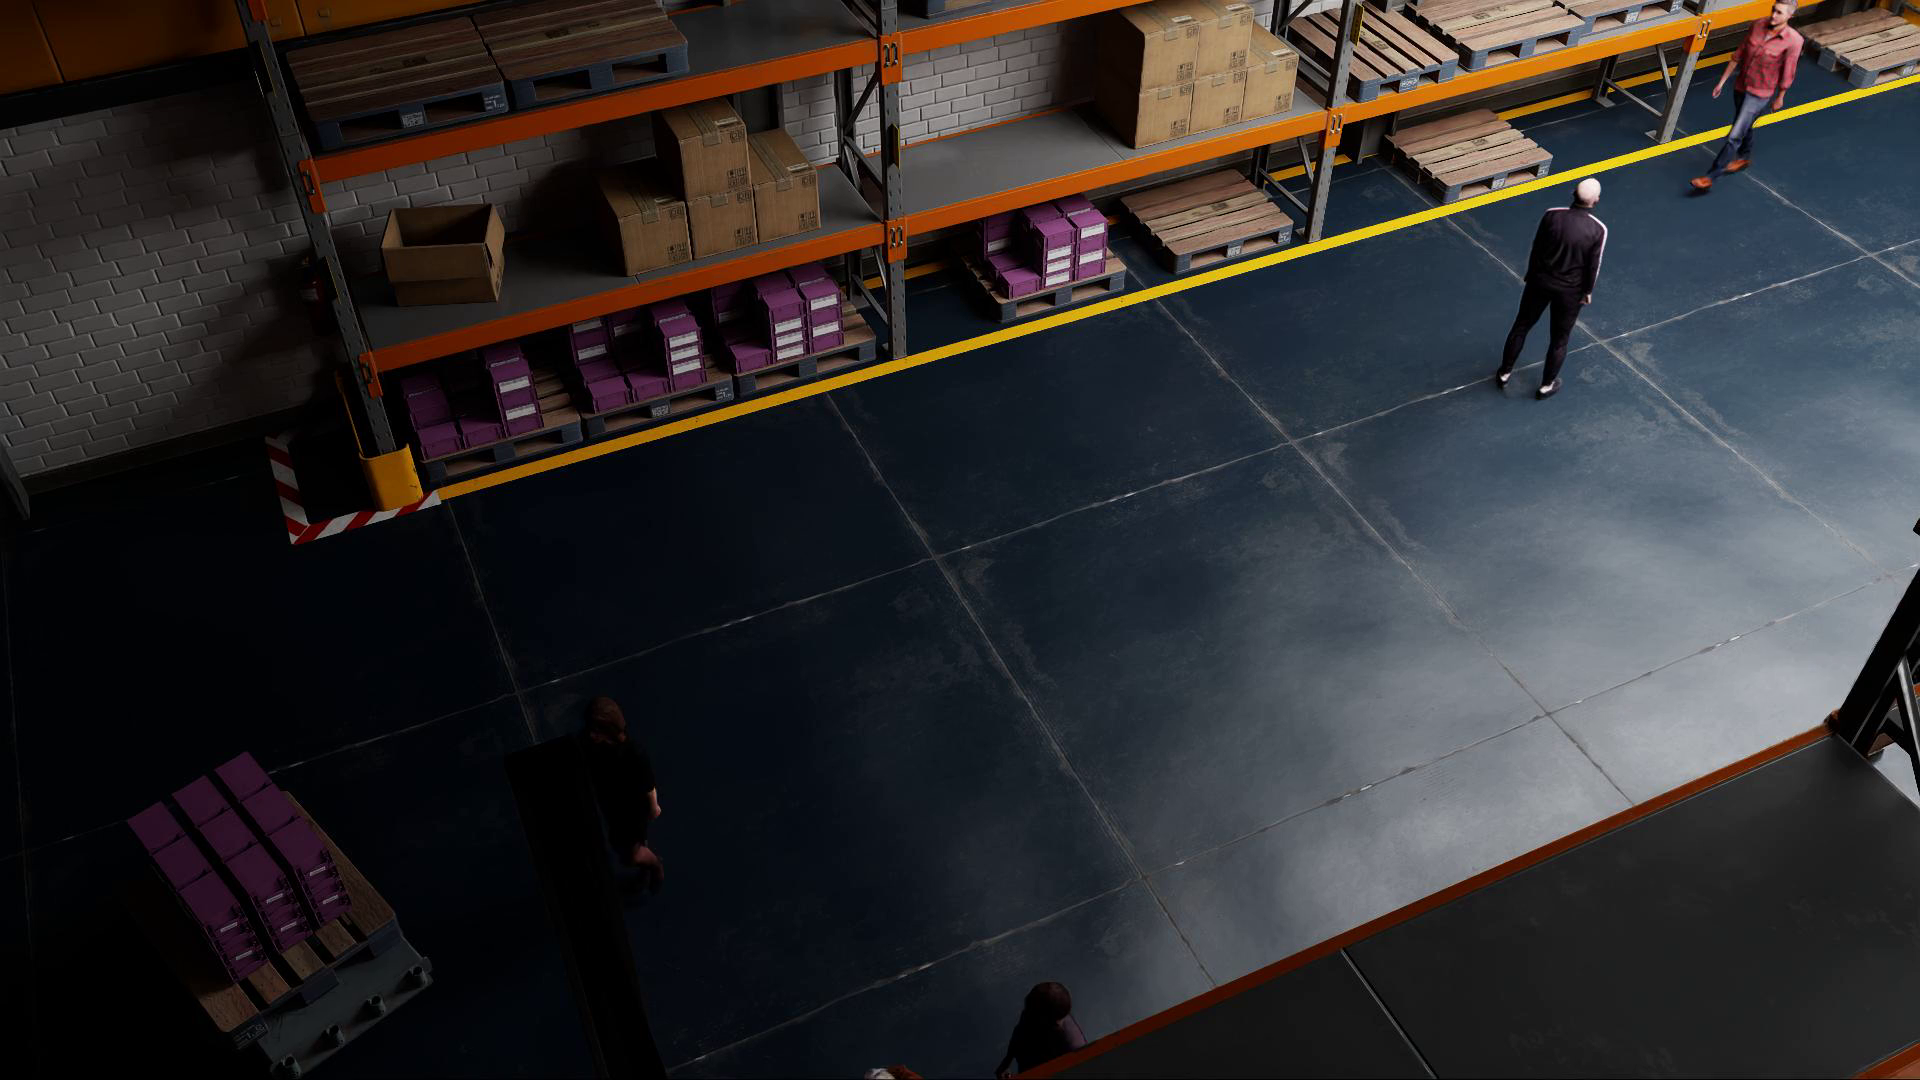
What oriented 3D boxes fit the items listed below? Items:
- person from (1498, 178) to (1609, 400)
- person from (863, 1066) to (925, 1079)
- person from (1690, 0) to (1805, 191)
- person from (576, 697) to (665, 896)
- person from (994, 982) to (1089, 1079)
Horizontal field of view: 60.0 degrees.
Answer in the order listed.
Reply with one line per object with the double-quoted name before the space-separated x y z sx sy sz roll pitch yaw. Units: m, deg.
"person" 4.510 -1.902 12.614 0.777 1.829 0.792 23 48 22
"person" -0.302 2.870 7.779 1.049 1.588 1.085 11 45 11
"person" 7.164 -4.038 14.886 1.147 1.788 0.695 -18 47 -18
"person" -1.826 1.383 9.263 0.715 1.695 0.754 23 48 22
"person" 0.559 2.599 7.908 1.070 1.802 0.767 -13 45 -14
